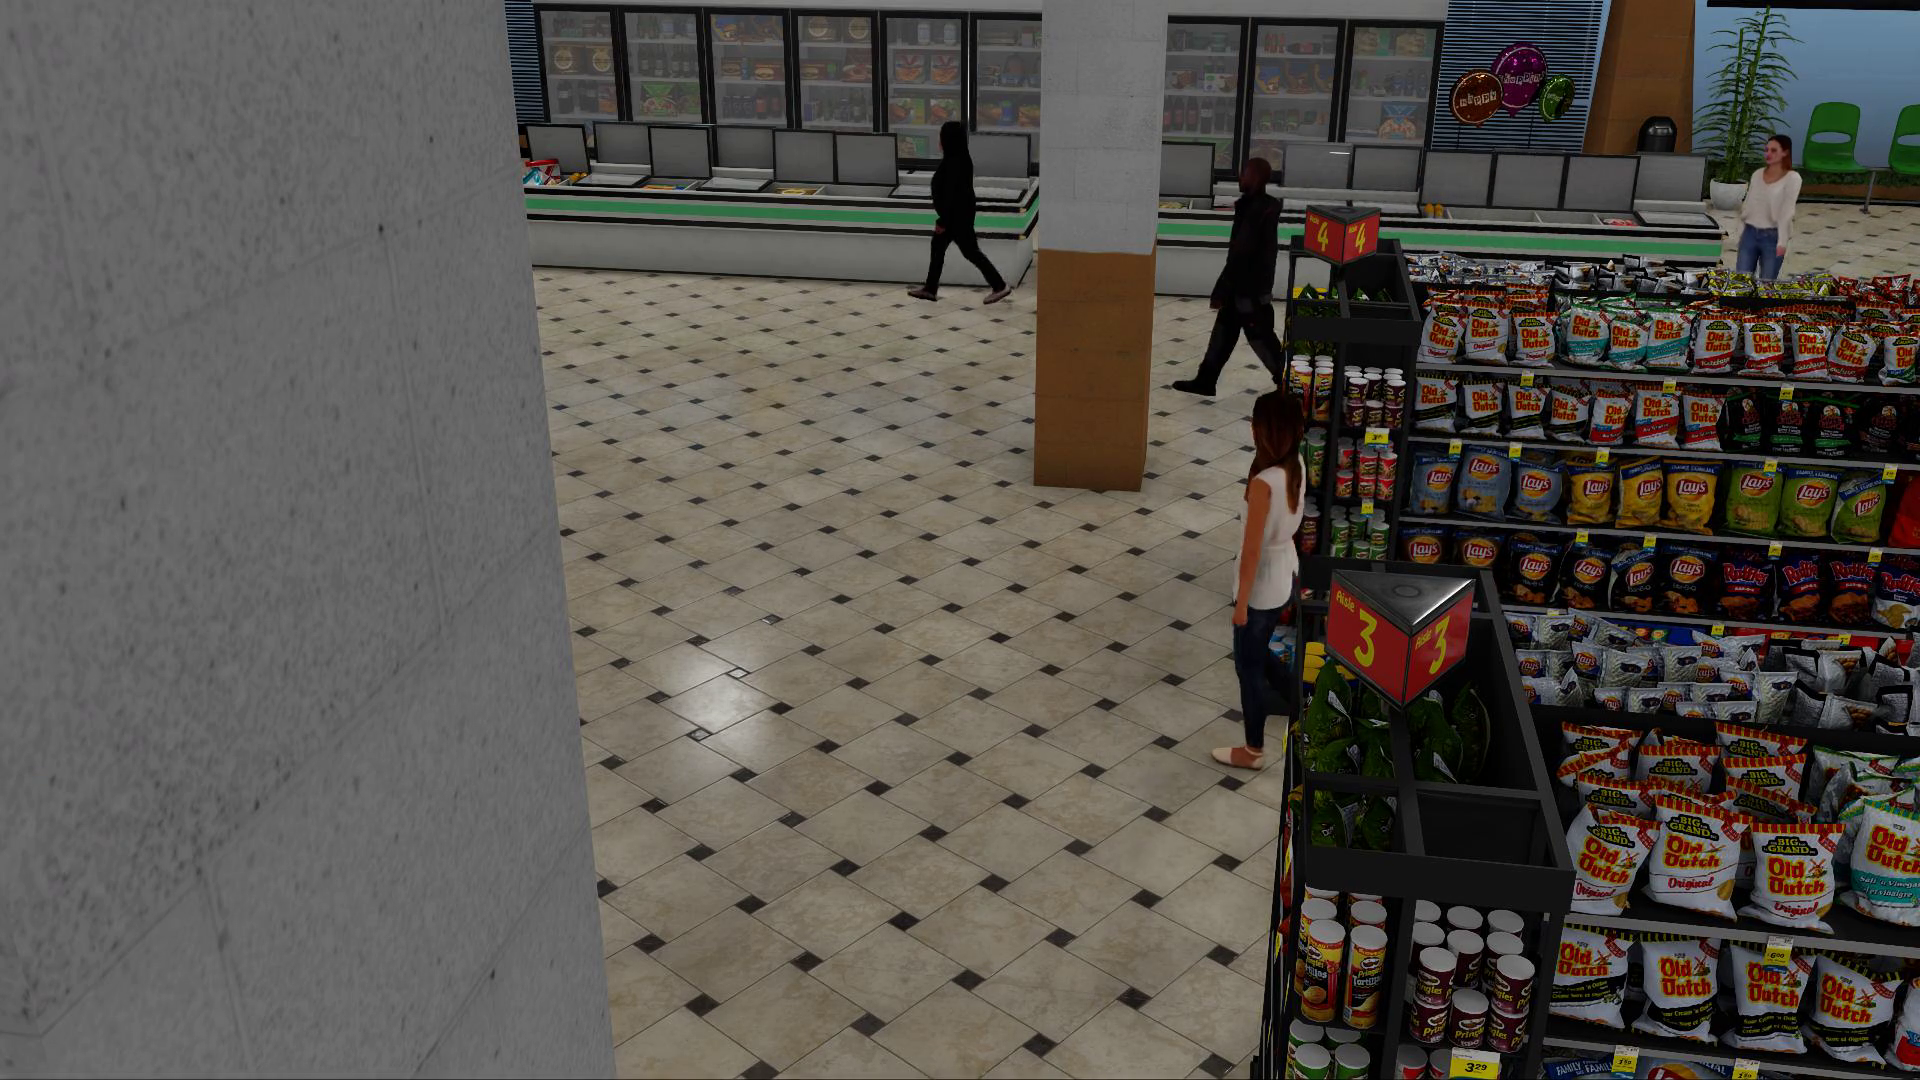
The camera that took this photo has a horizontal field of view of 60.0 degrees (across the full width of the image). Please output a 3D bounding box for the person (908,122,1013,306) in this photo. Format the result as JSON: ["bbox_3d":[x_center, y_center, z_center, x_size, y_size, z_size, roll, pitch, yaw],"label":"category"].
[{"bbox_3d":[0.068,-2.779,14.400,1.183,1.575,0.743,0,24,1],"label":"person"}]

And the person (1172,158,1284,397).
[{"bbox_3d":[2.169,-1.787,11.861,1.176,1.792,0.721,5,24,12],"label":"person"}]

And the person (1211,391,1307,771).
[{"bbox_3d":[1.431,0.220,7.298,0.852,1.773,0.795,12,26,25],"label":"person"}]

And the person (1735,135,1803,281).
[{"bbox_3d":[6.533,-2.411,13.431,1.037,1.676,0.982,-16,28,-32],"label":"person"}]
